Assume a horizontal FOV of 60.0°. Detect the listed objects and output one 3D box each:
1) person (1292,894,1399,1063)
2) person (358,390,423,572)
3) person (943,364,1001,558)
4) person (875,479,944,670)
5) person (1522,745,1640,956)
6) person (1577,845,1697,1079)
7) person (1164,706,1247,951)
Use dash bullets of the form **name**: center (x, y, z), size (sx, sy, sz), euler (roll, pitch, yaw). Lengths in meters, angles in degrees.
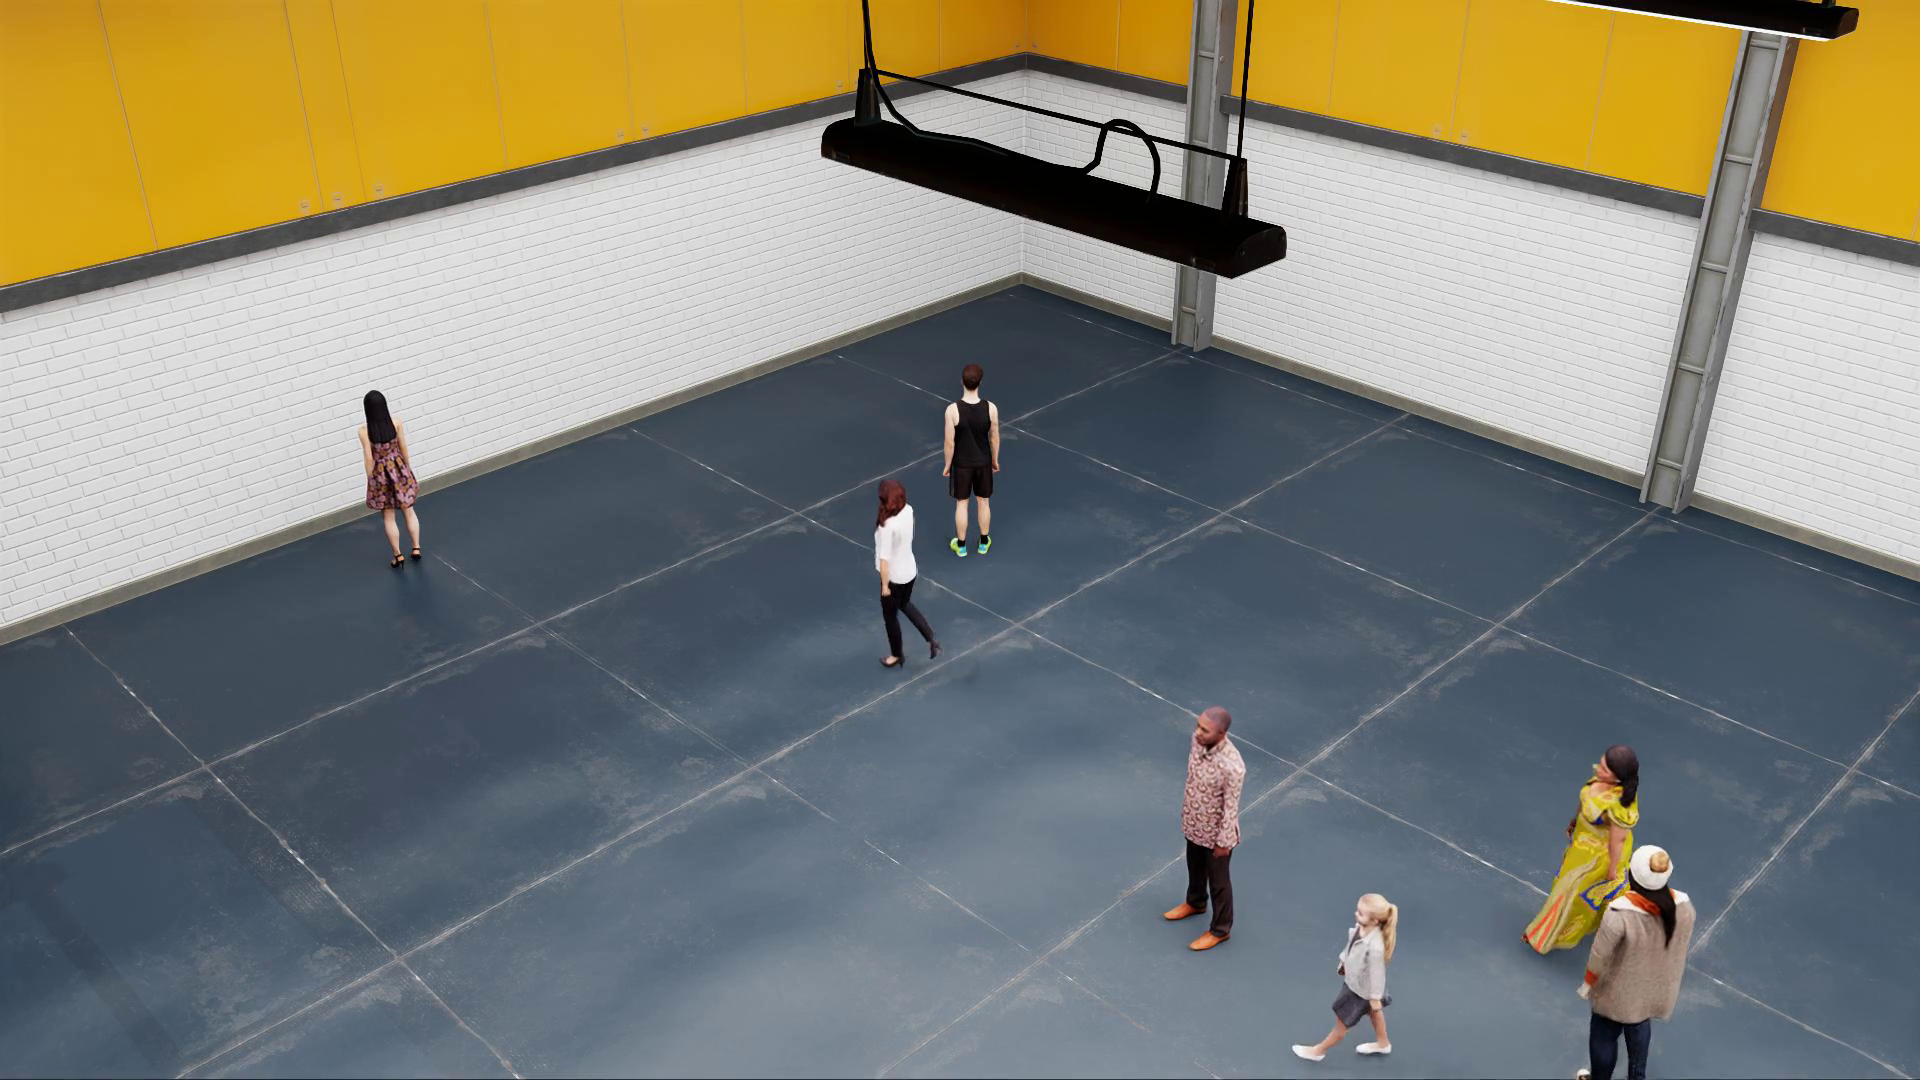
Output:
- **person**: center (2.473, 2.632, 9.907), size (0.910, 1.246, 0.833), euler (1, 29, 2)
- **person**: center (-5.208, -0.554, 15.197), size (0.682, 1.773, 0.687), euler (-21, 35, -34)
- **person**: center (0.107, -0.729, 15.394), size (0.779, 1.892, 0.794), euler (-5, 29, -9)
- **person**: center (-0.421, 0.320, 13.588), size (0.883, 1.779, 0.741), euler (14, 32, 24)
- **person**: center (4.199, 1.995, 10.680), size (1.263, 1.623, 1.126), euler (5, 29, 9)
- **person**: center (3.851, 2.538, 9.415), size (0.852, 1.881, 0.898), euler (-3, 29, -6)
- **person**: center (1.636, 1.827, 10.801), size (0.822, 1.802, 0.664), euler (-12, 31, -21)
